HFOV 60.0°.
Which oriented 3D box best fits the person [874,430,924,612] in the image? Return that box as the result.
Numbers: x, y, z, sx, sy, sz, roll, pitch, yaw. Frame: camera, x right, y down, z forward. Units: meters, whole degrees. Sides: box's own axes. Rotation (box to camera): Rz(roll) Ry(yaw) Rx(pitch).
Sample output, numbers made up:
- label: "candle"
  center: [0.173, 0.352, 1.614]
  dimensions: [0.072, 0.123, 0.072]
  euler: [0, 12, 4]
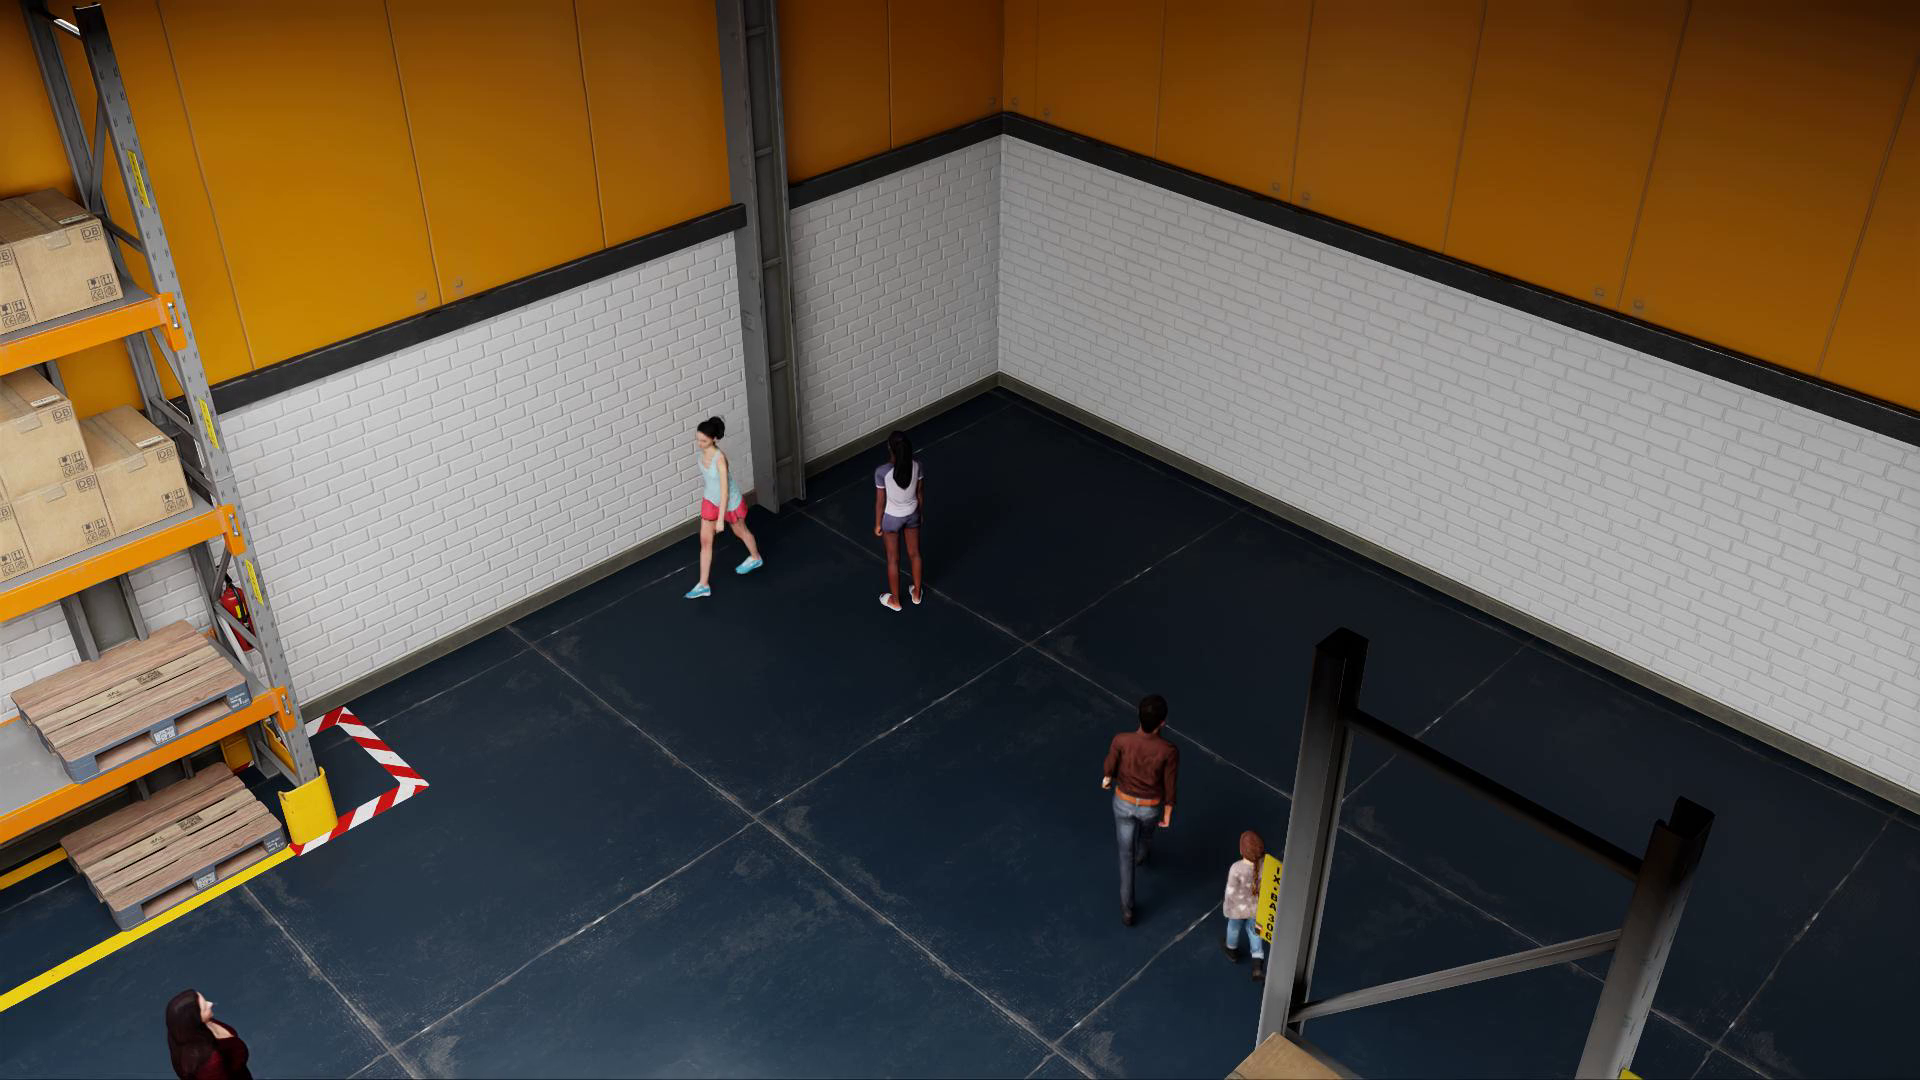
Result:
- label: "person"
  center: [-0.515, -0.178, 14.200]
  dimensions: [0.581, 1.721, 0.733]
  euler: [-16, 37, -23]

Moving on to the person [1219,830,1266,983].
- label: "person"
  center: [1.886, 2.387, 10.826]
  dimensions: [0.764, 1.184, 0.764]
  euler: [-8, 34, -11]

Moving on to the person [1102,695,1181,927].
- label: "person"
  center: [1.187, 1.851, 11.135]
  dimensions: [1.042, 1.735, 1.159]
  euler: [4, 34, 5]

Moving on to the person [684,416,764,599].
- label: "person"
  center: [-2.004, -0.337, 14.450]
  dimensions: [1.110, 1.709, 0.584]
  euler: [-22, 40, -30]

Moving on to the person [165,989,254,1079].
- label: "person"
  center: [-4.084, 3.131, 9.189]
  dimensions: [0.593, 1.757, 0.660]
  euler: [-27, 42, -34]
